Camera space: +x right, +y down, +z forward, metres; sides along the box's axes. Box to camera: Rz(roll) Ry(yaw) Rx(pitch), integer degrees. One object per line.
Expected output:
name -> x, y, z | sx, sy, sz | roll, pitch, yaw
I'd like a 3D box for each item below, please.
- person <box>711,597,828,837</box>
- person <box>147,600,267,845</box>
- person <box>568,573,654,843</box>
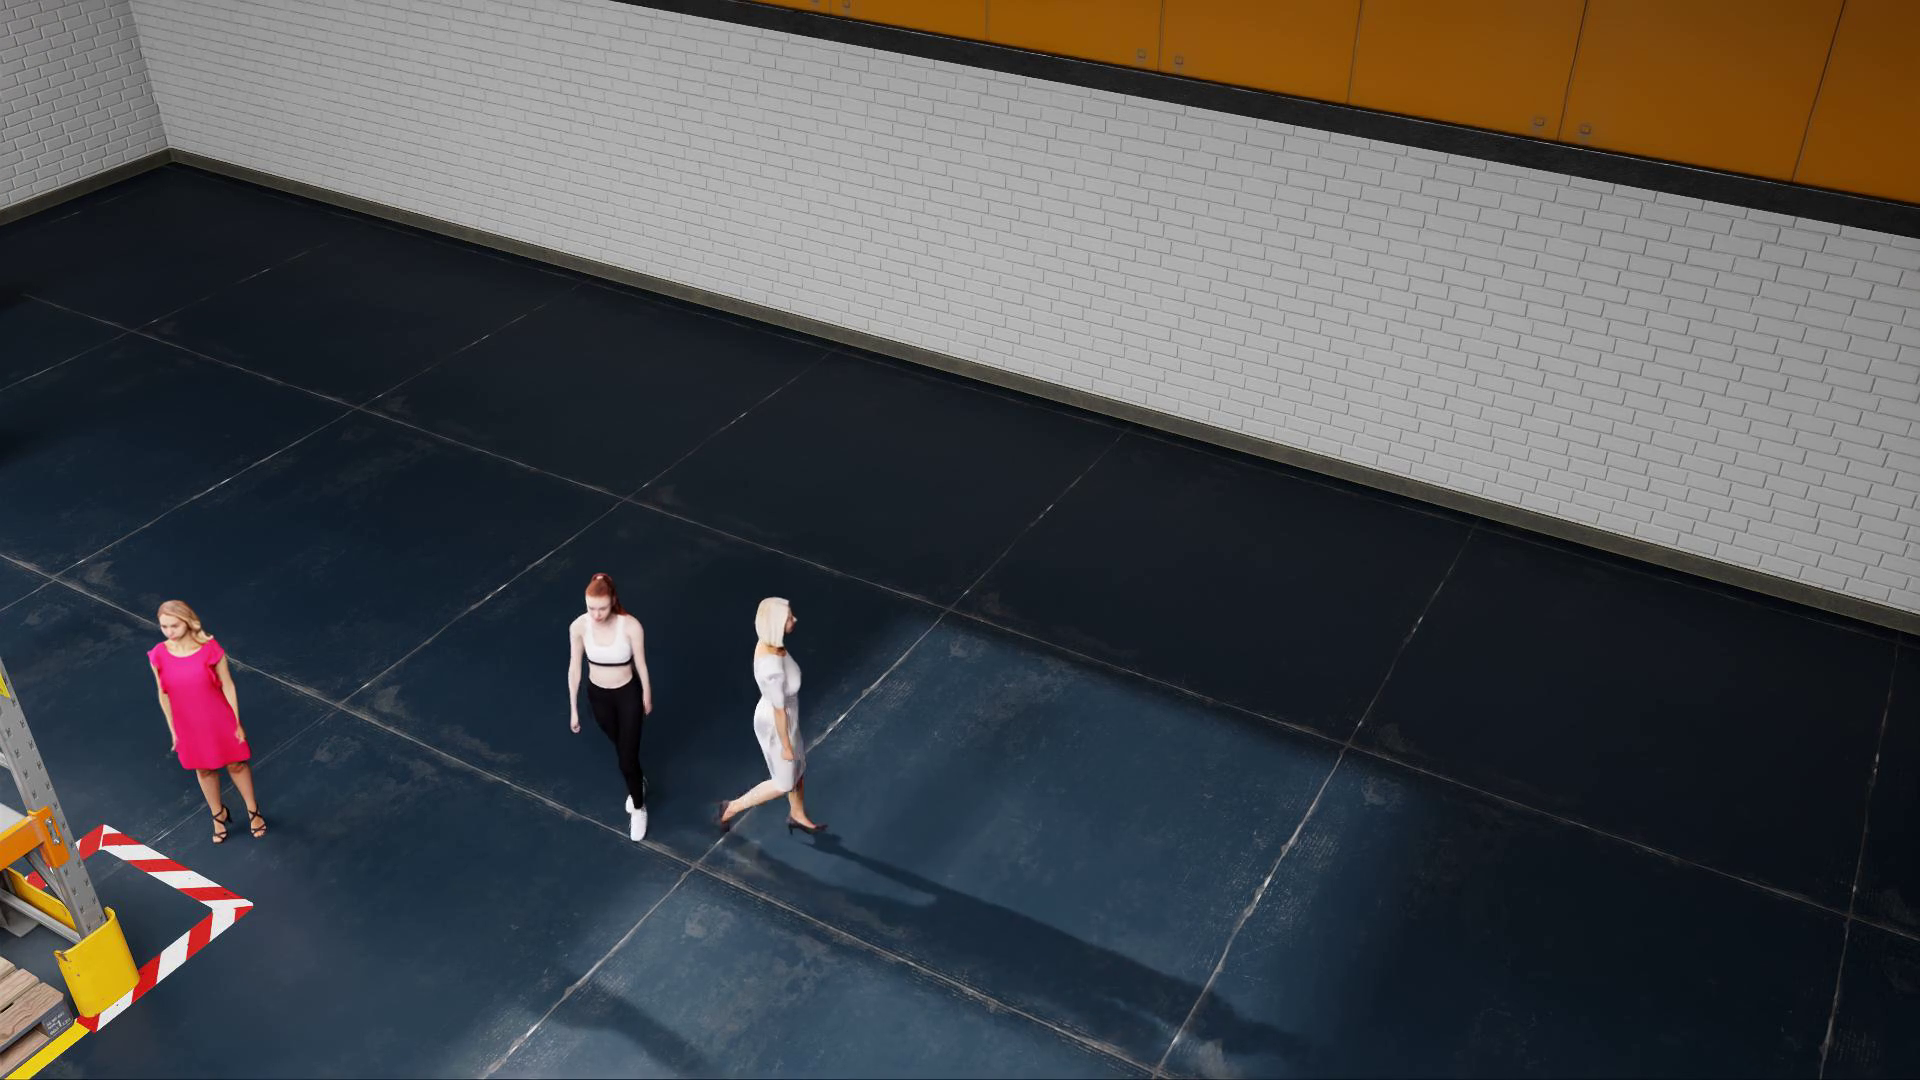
person -> -1.128, 1.097, 9.600 | 0.926, 1.729, 0.932 | -3, 34, -5
person -> -4.380, 1.048, 9.674 | 0.669, 1.728, 0.719 | -6, 34, -9
person -> -2.027, 0.897, 9.901 | 0.761, 1.729, 0.876 | 4, 34, 6
